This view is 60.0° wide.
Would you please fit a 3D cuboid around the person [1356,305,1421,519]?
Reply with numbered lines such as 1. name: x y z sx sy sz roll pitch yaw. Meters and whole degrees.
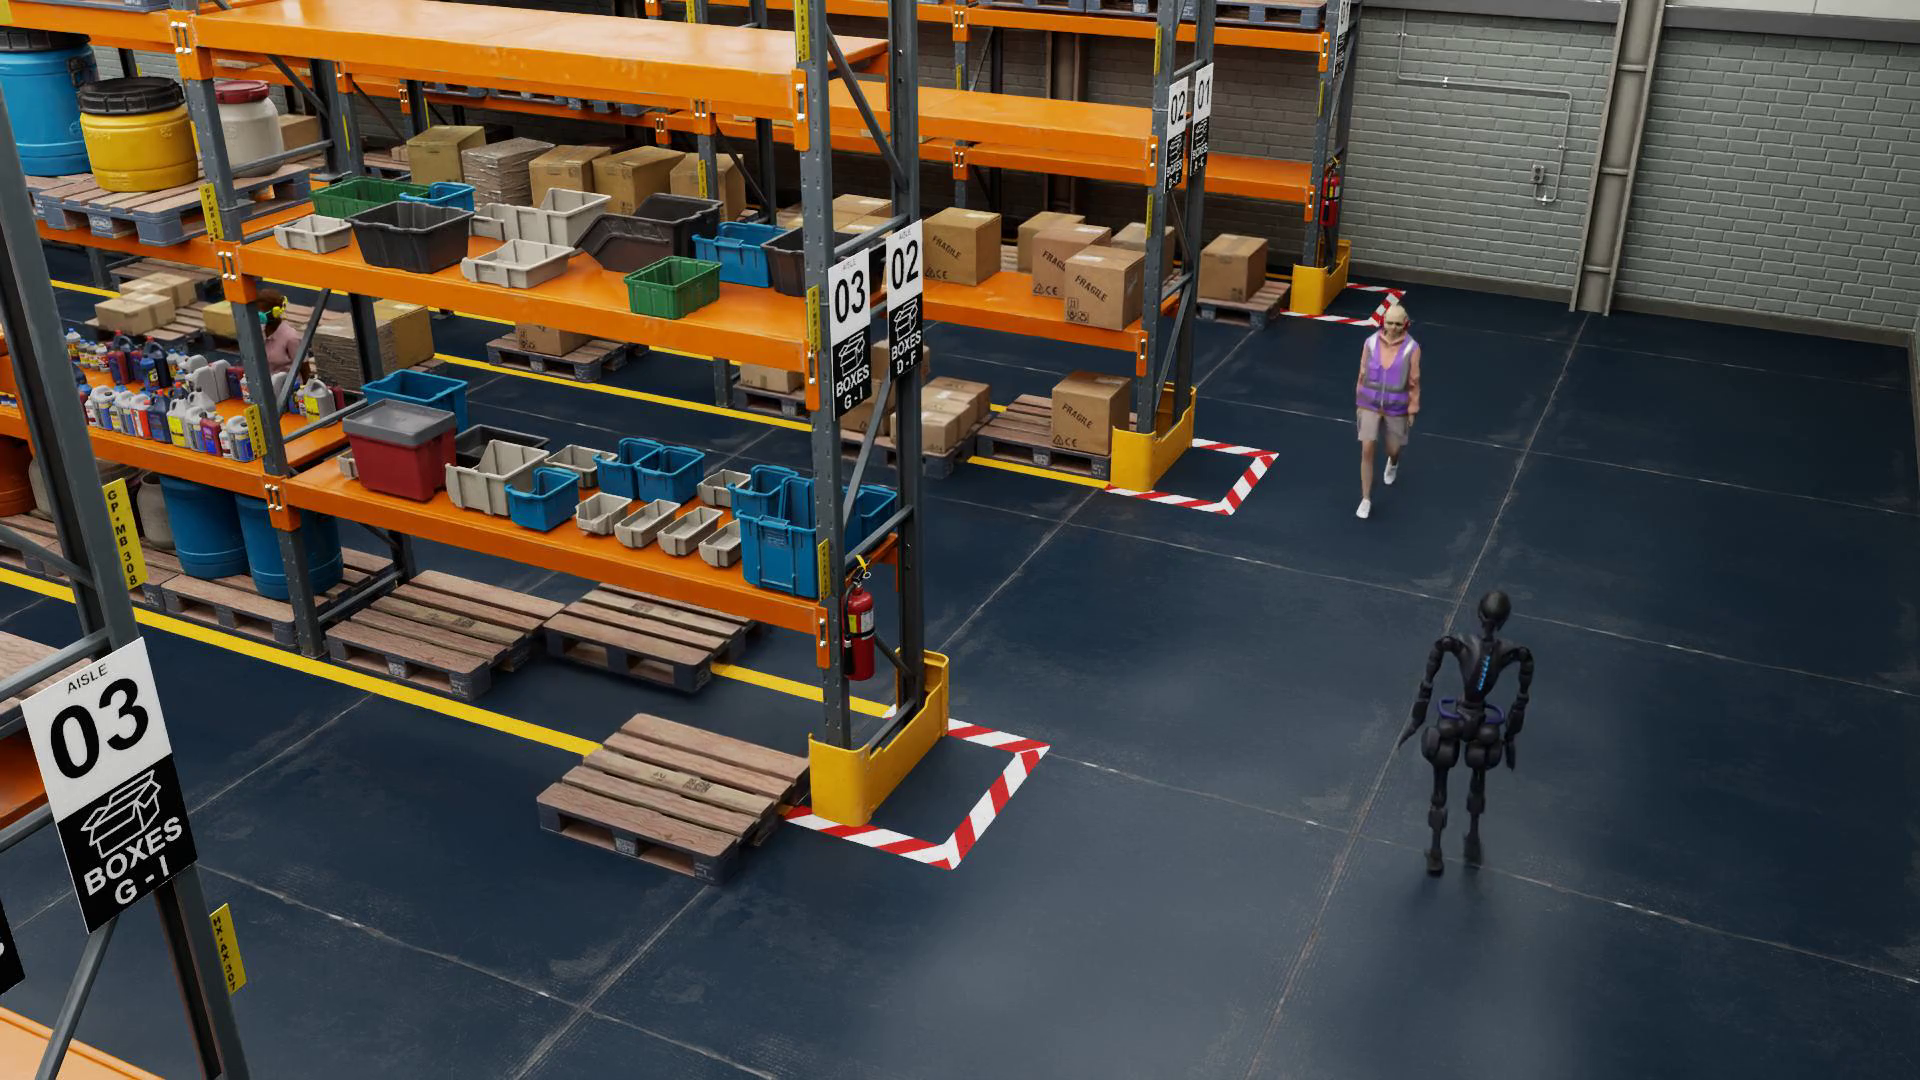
1. person: 3.297 -1.036 12.825 0.489 1.669 0.690 10 28 19

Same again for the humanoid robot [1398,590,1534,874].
1. humanoid robot: 2.627 0.981 8.739 0.614 1.648 0.409 3 26 7

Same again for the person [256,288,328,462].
1. person: -5.129 -1.056 12.714 0.521 1.801 0.336 12 29 23
